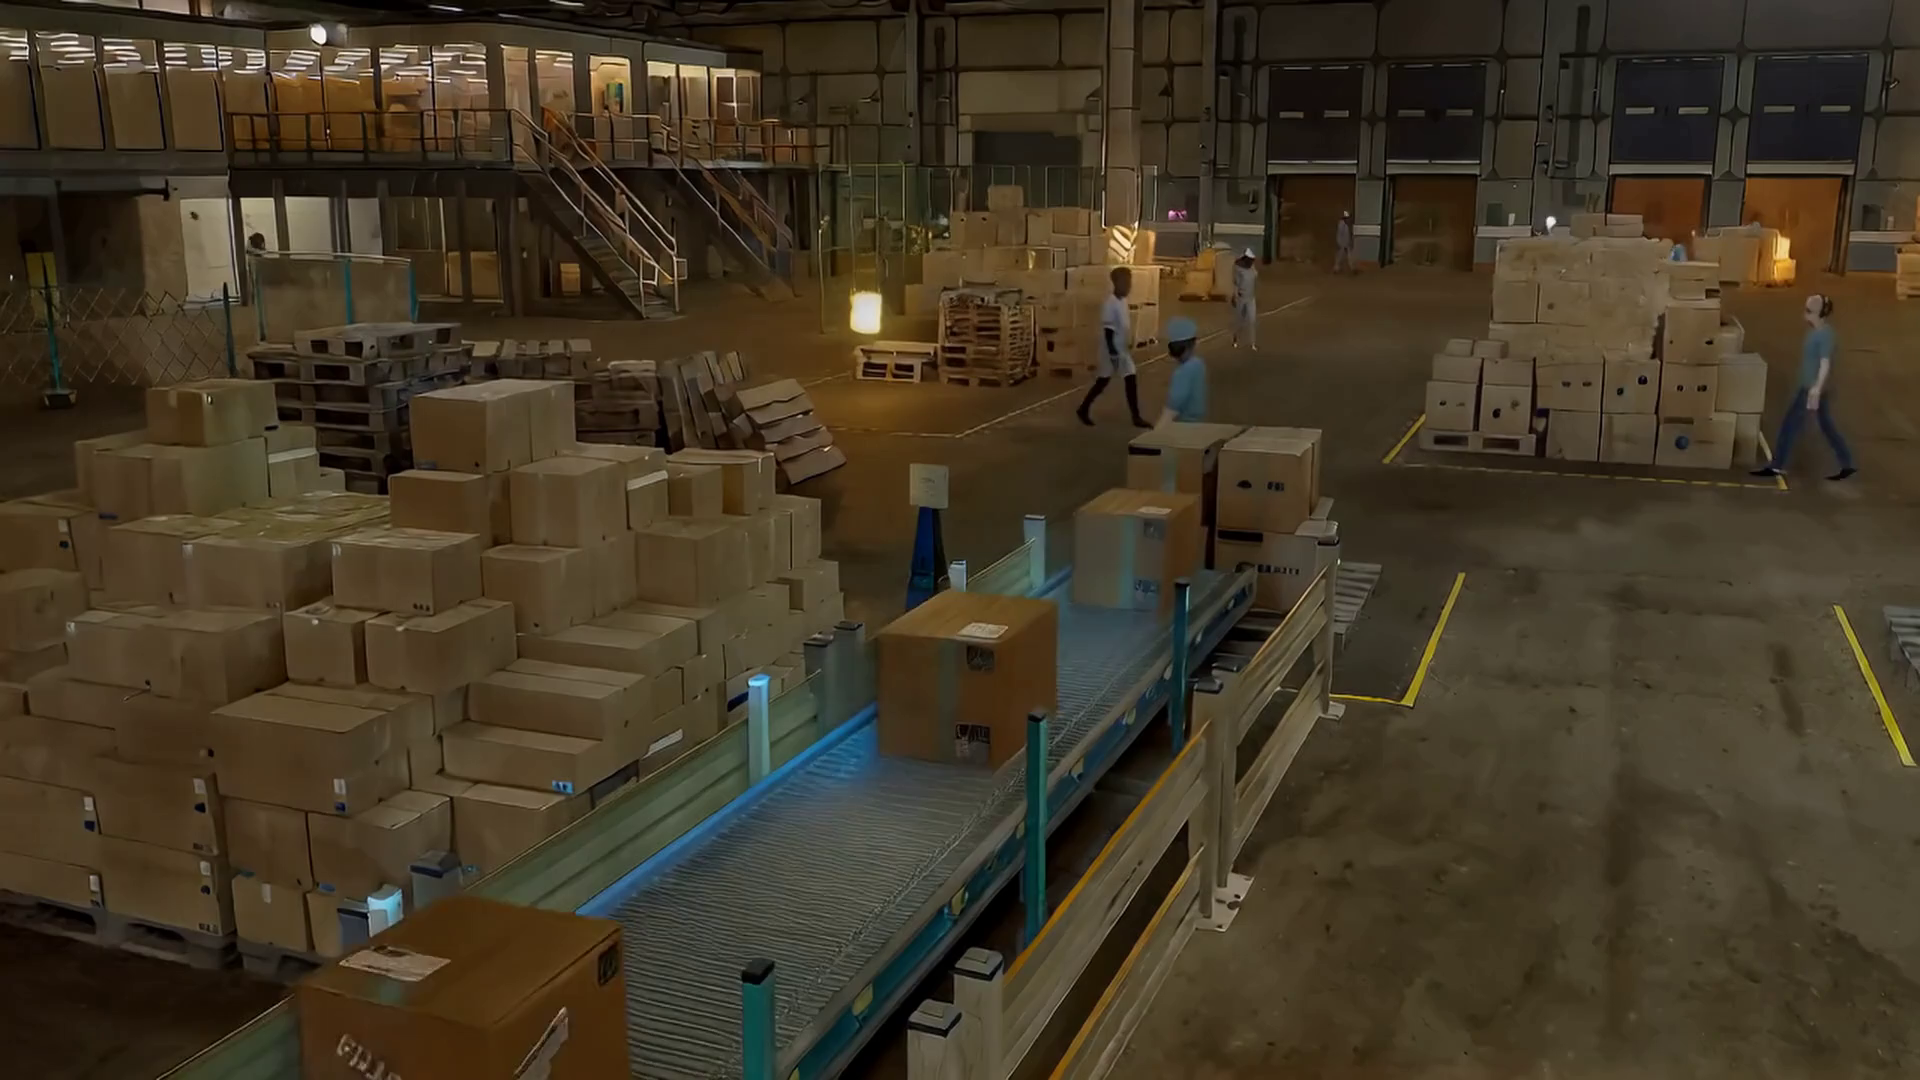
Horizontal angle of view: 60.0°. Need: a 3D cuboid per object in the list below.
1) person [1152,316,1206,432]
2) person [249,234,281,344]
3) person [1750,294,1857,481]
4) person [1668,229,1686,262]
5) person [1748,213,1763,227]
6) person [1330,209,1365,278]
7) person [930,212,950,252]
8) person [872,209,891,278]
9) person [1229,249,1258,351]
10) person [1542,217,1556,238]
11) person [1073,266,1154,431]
[{"bbox_3d":[1.722,-0.767,12.822,0.648,1.904,0.559,4,13,16],"label":"person"},{"bbox_3d":[-12.169,-4.379,29.061,0.521,1.893,0.632,-9,15,-35],"label":"person"},{"bbox_3d":[8.341,-1.470,16.180,0.959,1.830,0.536,1,13,6],"label":"person"},{"bbox_3d":[13.955,-5.177,32.748,0.923,1.840,0.606,2,13,10],"label":"person"},{"bbox_3d":[21.810,-8.056,45.714,0.432,1.831,0.626,4,13,17],"label":"person"},{"bbox_3d":[10.821,-8.238,46.328,0.974,1.903,0.648,5,14,22],"label":"person"},{"bbox_3d":[-0.452,-7.063,40.917,0.623,1.975,0.692,5,14,23],"label":"person"},{"bbox_3d":[-2.216,-8.333,46.694,0.552,1.935,0.367,3,13,15],"label":"person"},{"bbox_3d":[4.788,-4.063,28.091,0.501,1.696,0.911,-3,13,-12],"label":"person"},{"bbox_3d":[14.866,-7.238,42.049,0.970,1.817,0.539,2,13,8],"label":"person"},{"bbox_3d":[1.786,-2.234,19.387,0.988,1.929,0.617,7,15,30],"label":"person"}]
